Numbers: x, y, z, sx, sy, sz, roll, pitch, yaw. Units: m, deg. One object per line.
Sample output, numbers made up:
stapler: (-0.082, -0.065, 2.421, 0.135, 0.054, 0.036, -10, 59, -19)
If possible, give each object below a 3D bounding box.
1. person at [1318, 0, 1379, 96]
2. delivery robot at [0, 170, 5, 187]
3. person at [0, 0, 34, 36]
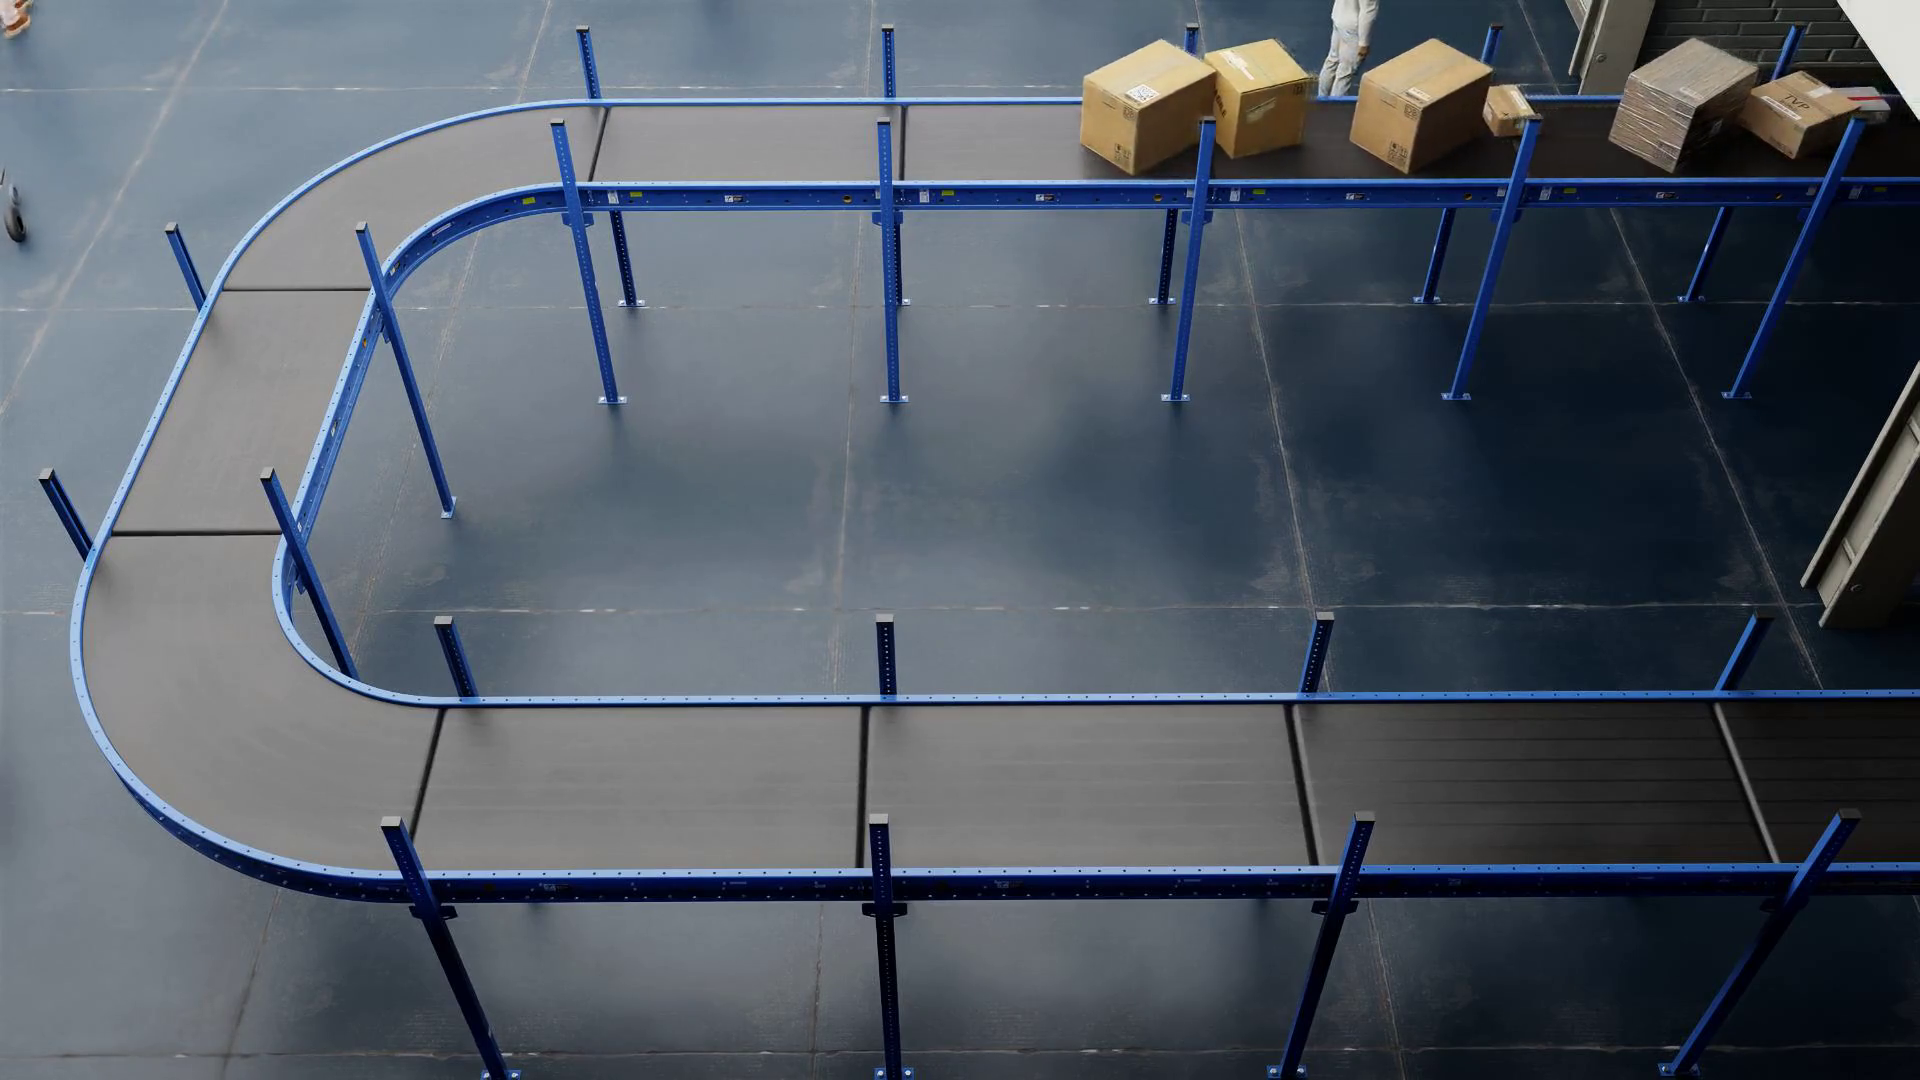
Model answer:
person: (3.171, -4.152, 13.828, 0.369, 1.938, 0.630, -7, 47, -6)
delivery robot: (-7.627, -2.791, 13.280, 0.335, 0.223, 0.698, -11, 48, -10)
person: (-8.521, -5.473, 15.042, 0.642, 1.962, 0.810, 5, 47, 4)
